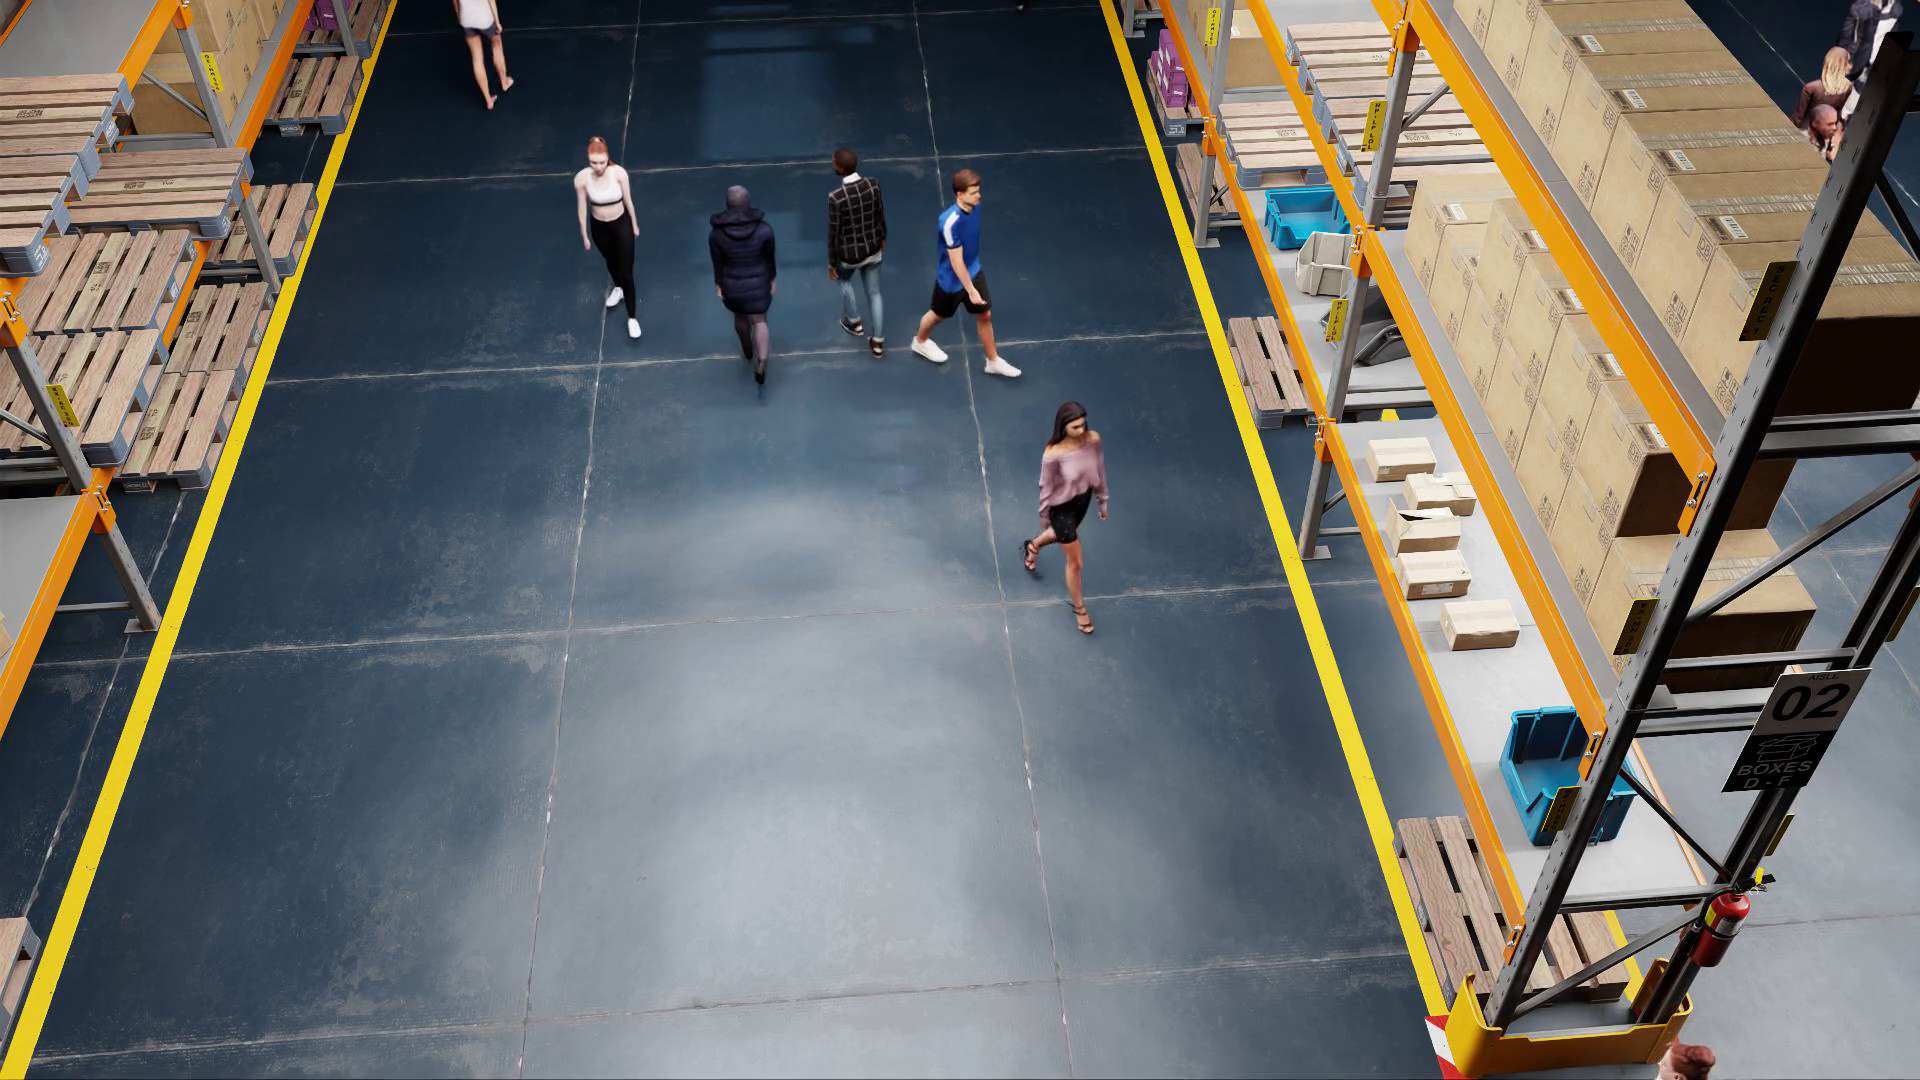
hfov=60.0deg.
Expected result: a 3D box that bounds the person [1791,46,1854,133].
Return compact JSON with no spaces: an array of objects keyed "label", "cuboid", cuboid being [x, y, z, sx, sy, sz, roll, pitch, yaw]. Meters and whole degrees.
[{"label":"person","cuboid":[7.415,-3.505,14.538,0.610,1.704,0.505,-5,44,-5]}]

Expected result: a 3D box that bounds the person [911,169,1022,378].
[{"label":"person","cuboid":[-0.095,-2.073,12.952,1.182,1.819,1.198,23,48,23]}]

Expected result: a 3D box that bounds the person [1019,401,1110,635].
[{"label":"person","cuboid":[0.670,-0.244,11.064,0.966,1.775,1.184,-25,49,-24]}]

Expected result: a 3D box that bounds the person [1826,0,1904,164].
[{"label":"person","cuboid":[8.230,-4.348,15.286,0.678,1.894,0.603,-2,44,-2]}]

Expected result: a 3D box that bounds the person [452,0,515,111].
[{"label":"person","cuboid":[-4.679,-4.972,16.073,0.669,1.711,0.821,0,44,0]}]

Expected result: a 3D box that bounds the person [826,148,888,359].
[{"label":"person","cuboid":[-0.768,-2.206,13.110,0.908,1.793,0.973,-16,46,-17]}]

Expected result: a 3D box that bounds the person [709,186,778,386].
[{"label":"person","cuboid":[-1.663,-1.965,12.956,0.696,1.656,1.008,-6,44,-6]}]

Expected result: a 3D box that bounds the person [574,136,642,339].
[{"label":"person","cuboid":[-2.842,-2.547,13.541,0.644,1.692,1.015,-4,44,-4]}]

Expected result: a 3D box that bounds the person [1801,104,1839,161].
[{"label":"person","cuboid":[6.718,-2.801,13.734,0.988,1.794,1.257,-20,47,-20]}]
